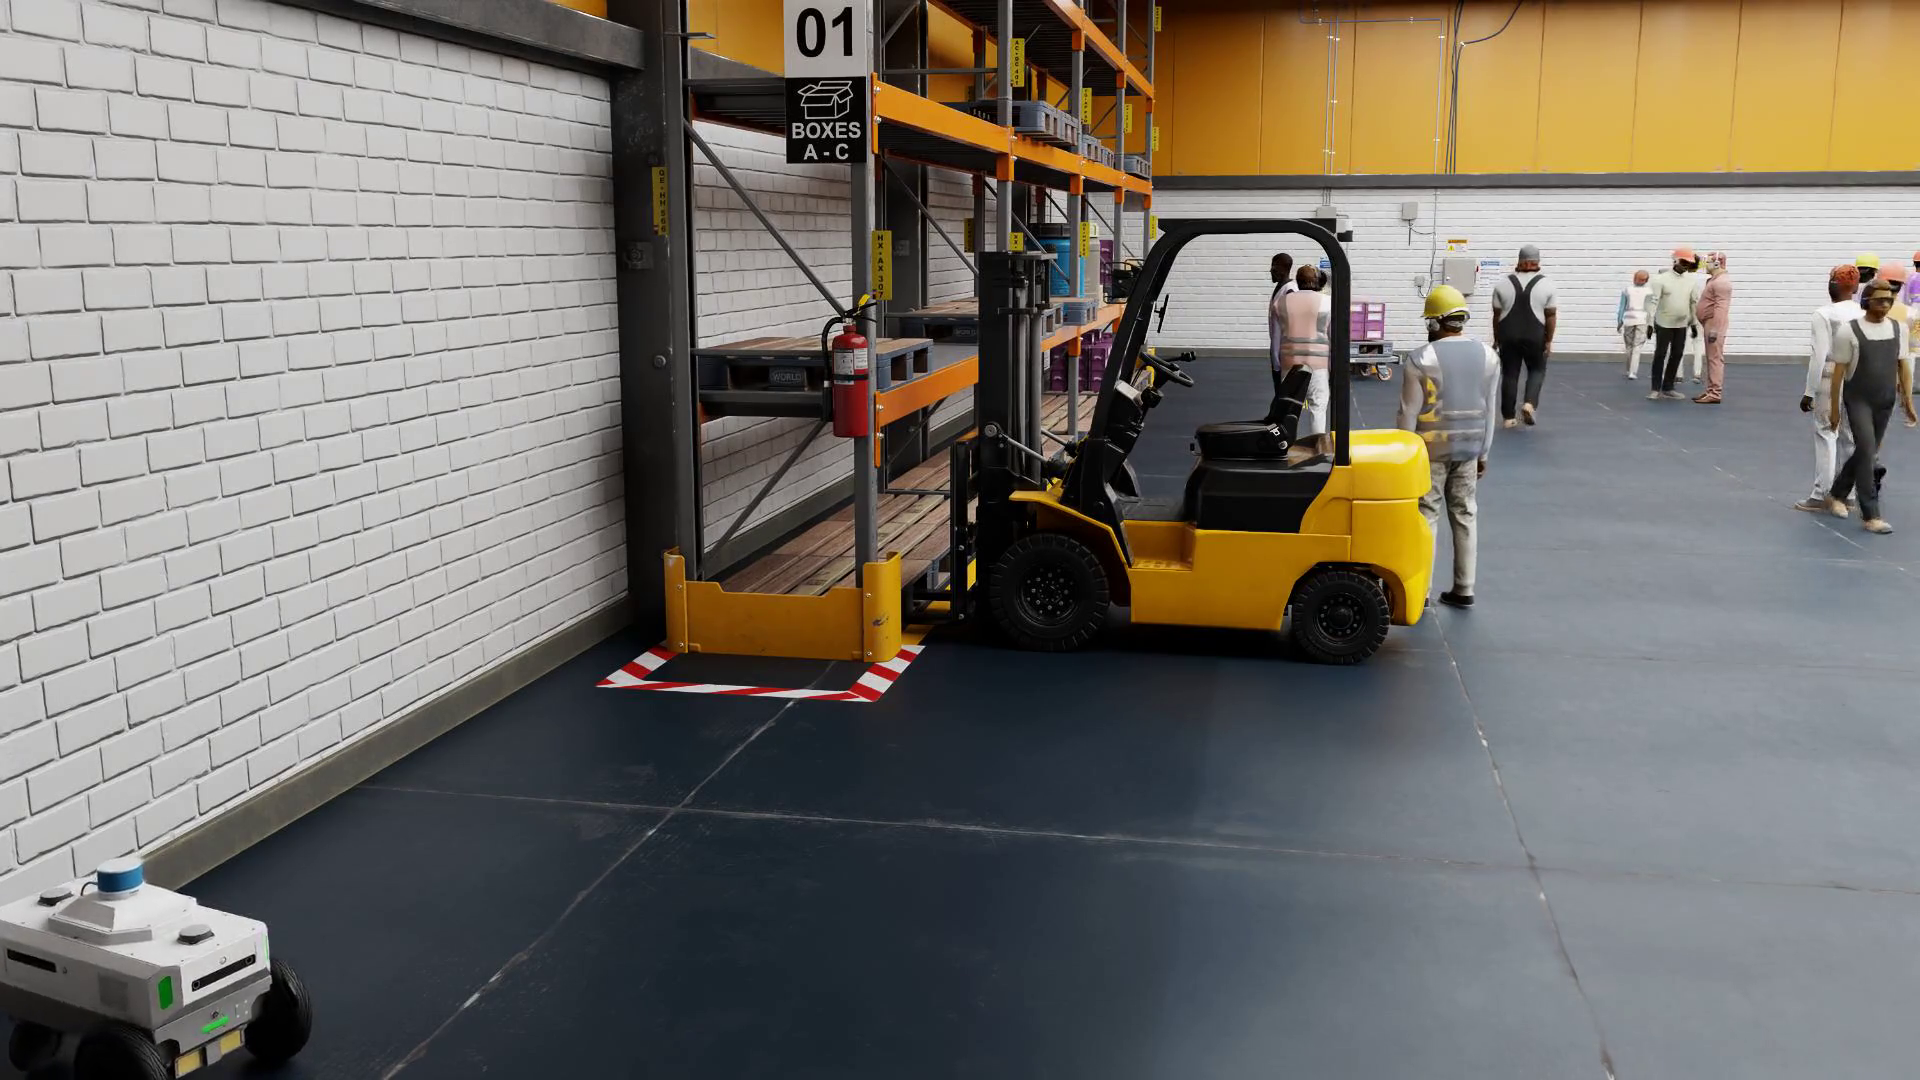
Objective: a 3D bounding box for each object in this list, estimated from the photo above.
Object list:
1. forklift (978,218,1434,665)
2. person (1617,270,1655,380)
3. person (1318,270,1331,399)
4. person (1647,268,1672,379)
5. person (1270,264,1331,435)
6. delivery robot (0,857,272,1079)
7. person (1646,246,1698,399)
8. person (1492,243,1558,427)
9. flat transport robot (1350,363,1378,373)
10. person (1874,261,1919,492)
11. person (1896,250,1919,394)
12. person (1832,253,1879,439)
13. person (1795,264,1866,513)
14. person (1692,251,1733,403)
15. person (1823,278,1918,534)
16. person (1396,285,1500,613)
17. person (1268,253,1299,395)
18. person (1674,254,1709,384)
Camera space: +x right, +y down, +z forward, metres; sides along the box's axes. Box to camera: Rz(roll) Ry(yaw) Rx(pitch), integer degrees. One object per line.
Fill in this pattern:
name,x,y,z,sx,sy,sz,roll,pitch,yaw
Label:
forklift,1.285,-0.567,8.635,2.313,2.155,1.214,2,11,11
person,10.035,-3.179,24.604,0.545,1.588,0.868,7,13,35
person,4.589,-2.673,21.641,0.855,1.646,0.556,10,14,43
person,10.368,-3.181,24.486,0.312,1.640,0.519,1,10,6
person,3.145,-1.580,15.164,0.624,1.840,0.430,4,11,22
delivery robot,-2.064,1.030,4.118,0.707,0.478,0.477,5,11,26
person,9.165,-2.775,21.371,0.684,1.971,0.448,-2,11,-13
person,6.180,-2.239,18.221,0.693,2.000,0.536,6,12,28
flat transport robot,5.775,-2.704,25.622,1.431,0.197,0.652,1,10,3
person,7.438,-1.296,13.447,0.555,1.901,0.882,2,10,10
person,12.801,-2.926,22.268,0.377,1.938,0.547,4,11,23
person,9.285,-1.986,17.167,0.584,1.919,0.382,6,12,31
person,6.666,-1.143,12.645,0.578,1.882,0.346,-3,11,-15
person,9.483,-2.674,20.975,0.399,1.909,0.642,4,11,22
person,6.568,-0.993,12.056,0.535,1.810,0.940,-1,10,-4
person,2.696,-0.501,9.297,0.594,1.823,0.403,-3,11,-14
person,3.462,-2.104,17.816,0.377,1.917,0.599,-1,10,-4
person,10.424,-3.140,23.755,0.589,1.856,0.512,4,11,22
